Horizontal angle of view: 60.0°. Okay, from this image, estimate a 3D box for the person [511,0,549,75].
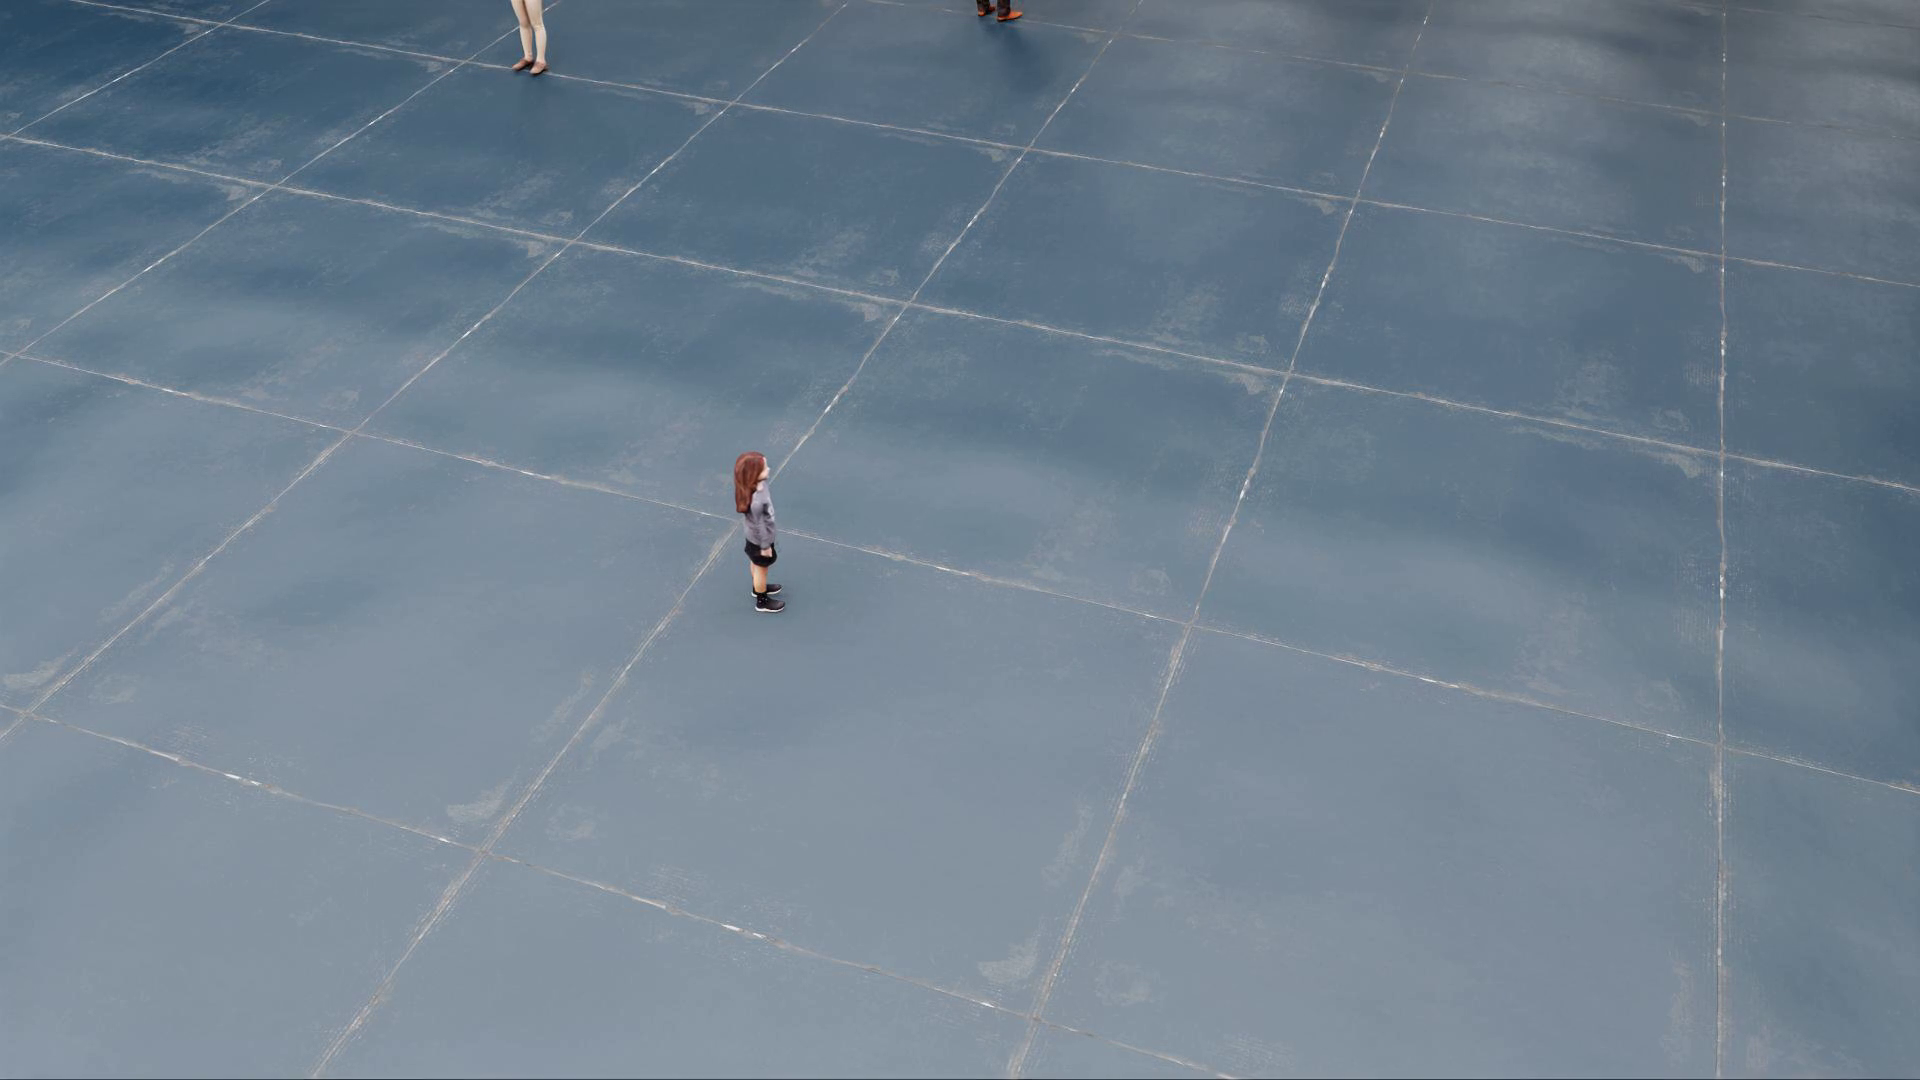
[{"bbox_3d":[-4.253,-5.433,16.262,0.636,1.653,0.570,13,40,16],"label":"person"}]

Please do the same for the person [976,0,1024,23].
[{"bbox_3d":[0.371,-6.340,17.295,0.758,1.808,0.730,29,47,32],"label":"person"}]

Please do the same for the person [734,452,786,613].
[{"bbox_3d":[-1.194,-0.067,9.847,0.600,1.106,0.510,-7,39,-9],"label":"person"}]
